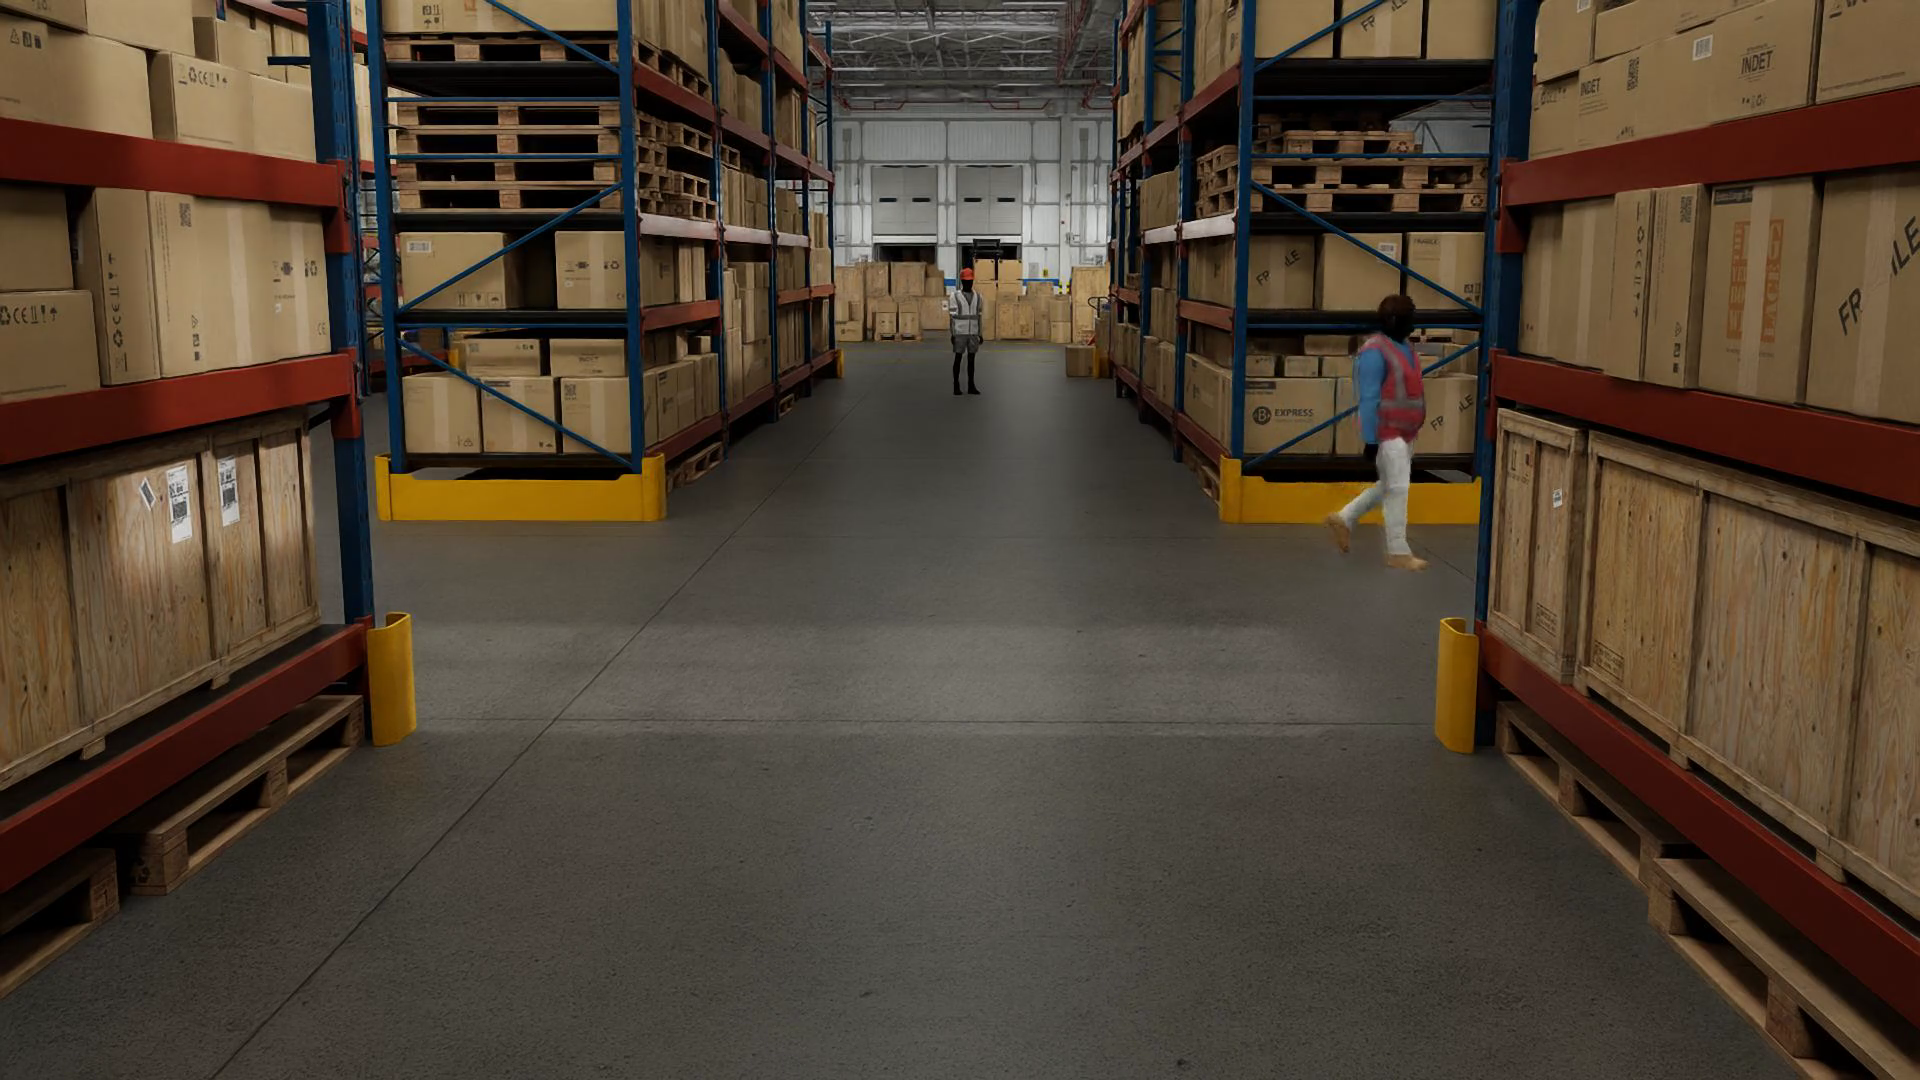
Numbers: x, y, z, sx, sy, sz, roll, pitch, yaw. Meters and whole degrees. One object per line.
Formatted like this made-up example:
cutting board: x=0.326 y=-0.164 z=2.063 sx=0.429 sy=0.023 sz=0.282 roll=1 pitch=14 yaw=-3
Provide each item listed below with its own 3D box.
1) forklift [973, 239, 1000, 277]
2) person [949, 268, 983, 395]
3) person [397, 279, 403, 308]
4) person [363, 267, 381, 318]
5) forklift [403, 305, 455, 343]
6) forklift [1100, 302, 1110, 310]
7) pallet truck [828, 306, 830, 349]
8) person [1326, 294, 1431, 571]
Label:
forklift: x=0.910 y=-8.900 z=56.875 sx=1.129 sy=2.768 sz=1.873 roll=0 pitch=9 yaw=1
person: x=0.106 y=-3.185 z=25.458 sx=0.543 sy=1.939 sz=0.360 roll=-4 pitch=10 yaw=-21
person: x=-12.902 y=-5.141 z=38.067 sx=0.310 sy=1.638 sz=0.523 roll=2 pitch=10 yaw=13
person: x=-21.651 y=-9.021 z=60.616 sx=1.084 sy=1.886 sz=0.629 roll=-6 pitch=11 yaw=-30
forklift: x=-13.070 y=-6.297 z=41.281 sx=1.129 sy=2.768 sz=1.873 roll=0 pitch=9 yaw=1
forklift: x=4.178 y=-5.783 z=38.202 sx=1.873 sy=2.768 sz=1.129 roll=0 pitch=9 yaw=1
pallet truck: x=-3.100 y=-3.940 z=29.800 sx=1.885 sy=1.965 sz=0.823 roll=3 pitch=10 yaw=19
person: x=2.804 y=-0.724 z=11.071 sx=0.721 sy=1.820 sz=0.636 roll=7 pitch=12 yaw=35
